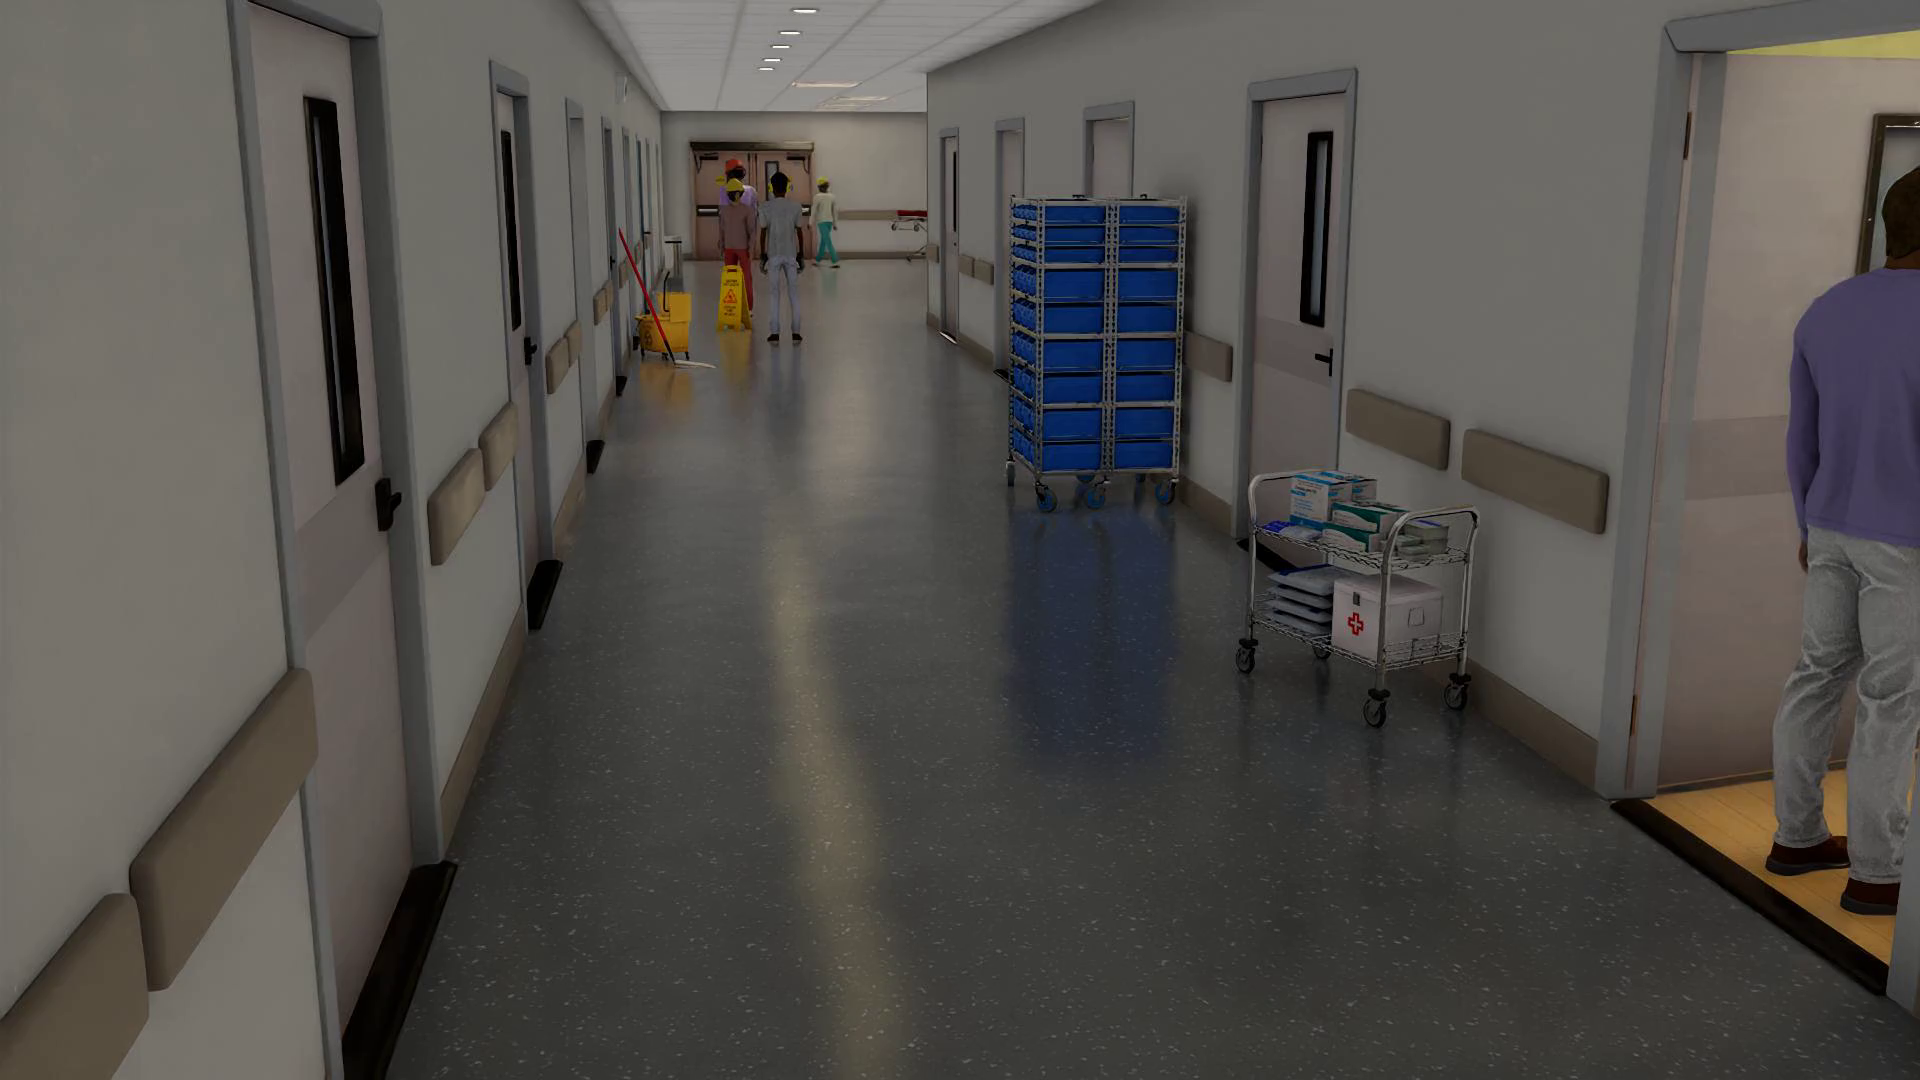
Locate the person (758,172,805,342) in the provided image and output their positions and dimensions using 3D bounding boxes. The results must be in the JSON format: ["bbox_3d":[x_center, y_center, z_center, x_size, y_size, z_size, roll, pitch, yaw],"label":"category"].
[{"bbox_3d":[-1.970,-3.122,18.411,0.508,1.865,0.328,-3,13,-12],"label":"person"}]

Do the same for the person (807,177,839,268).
[{"bbox_3d":[-2.607,-6.078,31.874,0.926,1.716,0.539,10,16,38],"label":"person"}]

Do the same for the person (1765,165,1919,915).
[{"bbox_3d":[2.414,0.008,4.340,0.371,1.941,0.627,-3,13,-14],"label":"person"}]

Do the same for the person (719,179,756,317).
[{"bbox_3d":[-2.873,-3.746,21.398,0.524,1.770,0.315,6,14,24],"label":"person"}]

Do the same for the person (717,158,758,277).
[{"bbox_3d":[-3.032,-4.144,22.591,0.618,2.028,0.409,-12,18,-43],"label":"person"}]
